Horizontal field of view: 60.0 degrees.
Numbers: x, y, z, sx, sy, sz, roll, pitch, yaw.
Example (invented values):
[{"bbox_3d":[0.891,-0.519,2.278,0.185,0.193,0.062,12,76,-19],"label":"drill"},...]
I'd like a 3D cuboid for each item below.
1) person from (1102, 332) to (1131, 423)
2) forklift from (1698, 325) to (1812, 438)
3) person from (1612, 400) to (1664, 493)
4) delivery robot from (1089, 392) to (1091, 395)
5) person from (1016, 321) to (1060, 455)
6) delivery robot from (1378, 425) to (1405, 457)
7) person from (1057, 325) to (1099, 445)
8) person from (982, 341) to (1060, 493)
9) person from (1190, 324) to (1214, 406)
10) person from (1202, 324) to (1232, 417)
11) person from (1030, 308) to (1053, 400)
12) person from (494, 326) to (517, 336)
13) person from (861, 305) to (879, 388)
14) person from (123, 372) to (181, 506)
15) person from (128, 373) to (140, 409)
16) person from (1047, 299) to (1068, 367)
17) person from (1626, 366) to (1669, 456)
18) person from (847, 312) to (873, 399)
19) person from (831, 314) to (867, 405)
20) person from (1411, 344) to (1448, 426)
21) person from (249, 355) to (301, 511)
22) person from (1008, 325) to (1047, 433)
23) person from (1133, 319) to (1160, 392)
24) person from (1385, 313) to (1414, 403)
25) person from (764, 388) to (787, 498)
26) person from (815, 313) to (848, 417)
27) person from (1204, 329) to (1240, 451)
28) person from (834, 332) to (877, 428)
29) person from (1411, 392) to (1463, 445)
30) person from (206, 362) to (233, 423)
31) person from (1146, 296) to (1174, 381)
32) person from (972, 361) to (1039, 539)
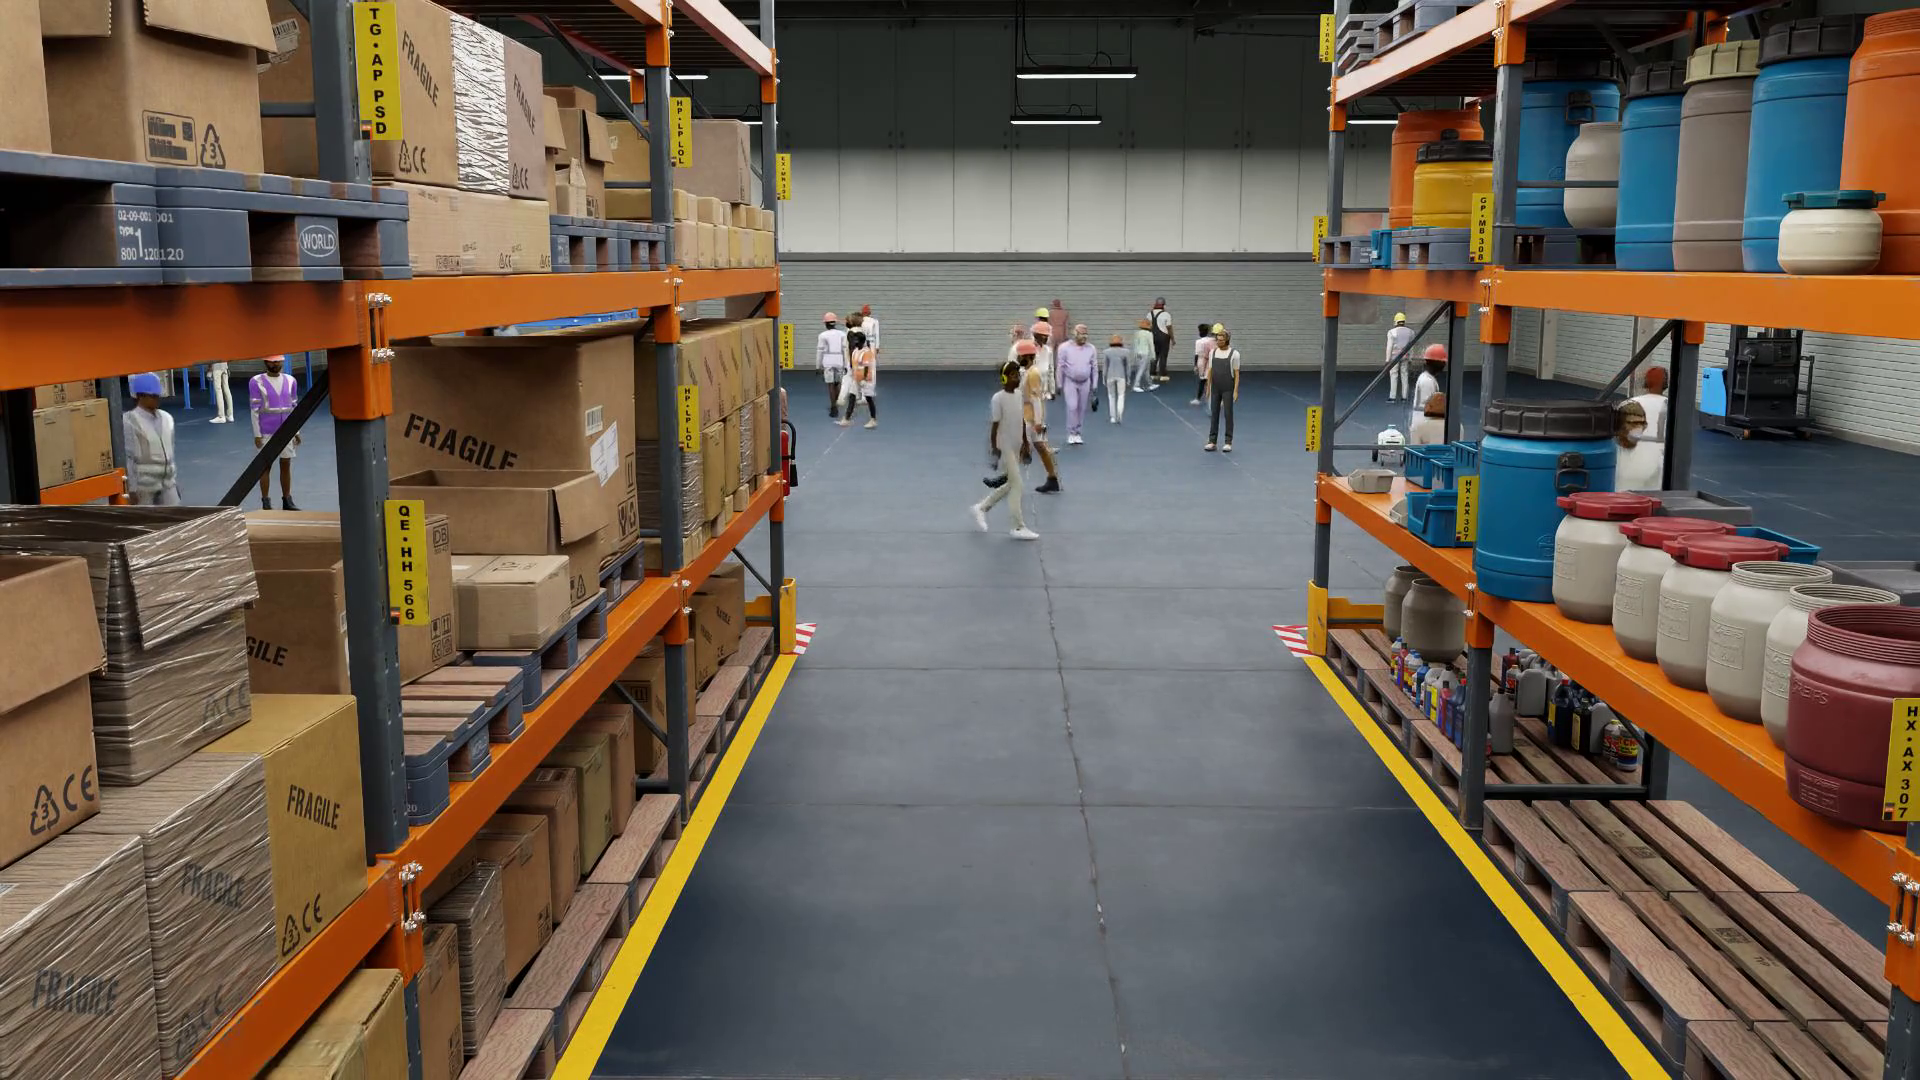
[{"bbox_3d":[2.765,-2.871,29.487,0.512,1.615,0.582,1,9,4],"label":"person"},{"bbox_3d":[13.248,-3.165,27.620,1.129,2.768,1.873,0,9,1],"label":"forklift"},{"bbox_3d":[4.511,-0.010,11.449,0.650,1.926,0.502,-1,10,-7],"label":"person"},{"bbox_3d":[2.336,-2.908,31.976,0.335,0.223,0.698,4,10,22],"label":"delivery robot"},{"bbox_3d":[1.159,-2.274,24.875,0.618,1.982,1.064,-8,13,-41],"label":"person"},{"bbox_3d":[6.150,-1.398,23.709,0.477,0.478,0.707,2,10,11],"label":"delivery robot"},{"bbox_3d":[1.882,-2.423,26.054,0.657,1.870,0.839,-3,10,-15],"label":"person"},{"bbox_3d":[0.782,-1.516,20.583,0.998,1.880,0.573,0,9,-1],"label":"person"},{"bbox_3d":[4.893,-3.463,32.960,0.530,1.655,0.863,-8,13,-41],"label":"person"},{"bbox_3d":[4.760,-3.109,30.620,0.530,1.725,0.799,-1,10,-7],"label":"person"},{"bbox_3d":[1.712,-3.842,34.453,0.590,1.906,0.587,-6,11,-32],"label":"person"},{"bbox_3d":[-8.561,-3.307,31.319,0.636,1.888,0.735,5,11,27],"label":"person"},{"bbox_3d":[-2.132,-4.422,38.002,0.584,1.882,0.337,-2,10,-12],"label":"person"},{"bbox_3d":[-7.022,-0.497,14.412,0.643,1.944,0.626,3,10,20],"label":"person"},{"bbox_3d":[-11.336,-1.944,23.053,0.377,1.917,0.600,-5,11,-27],"label":"person"},{"bbox_3d":[2.506,-5.369,43.634,0.646,1.904,0.399,-4,10,-22],"label":"person"},{"bbox_3d":[6.631,-0.744,16.044,0.607,1.866,0.581,-8,13,-41],"label":"person"},{"bbox_3d":[-2.063,-3.814,34.561,0.576,1.813,0.925,-3,10,-18],"label":"person"},{"bbox_3d":[-2.169,-3.636,33.518,0.789,1.815,0.643,2,10,10],"label":"person"},{"bbox_3d":[5.470,-1.283,19.098,0.711,1.913,0.586,3,10,16],"label":"person"},{"bbox_3d":[-7.714,-1.243,18.795,0.375,1.939,0.546,9,13,43],"label":"person"},{"bbox_3d":[0.996,-2.403,25.891,0.558,1.889,0.659,4,10,24],"label":"person"},{"bbox_3d":[4.163,-4.097,36.903,0.831,1.599,0.519,-5,11,-27],"label":"person"},{"bbox_3d":[8.929,-3.702,33.849,0.602,1.828,0.404,-2,10,-14],"label":"person"},{"bbox_3d":[-2.252,-1.268,19.848,0.511,1.638,0.307,9,13,43],"label":"person"},{"bbox_3d":[-2.434,-3.269,31.009,0.571,1.907,0.796,-5,11,-27],"label":"person"},{"bbox_3d":[3.981,-2.269,25.239,0.506,1.841,0.346,6,11,30],"label":"person"},{"bbox_3d":[-1.764,-2.732,28.529,0.828,1.655,0.547,-7,12,-38],"label":"person"},{"bbox_3d":[4.504,-0.587,15.774,0.501,1.633,0.284,0,9,2],"label":"person"},{"bbox_3d":[-13.267,-3.031,29.735,0.326,1.865,0.518,3,10,17],"label":"person"},{"bbox_3d":[4.878,-4.878,40.391,0.539,2.000,0.689,-9,13,-44],"label":"person"},{"bbox_3d":[0.480,-0.956,17.382,0.801,1.845,0.521,5,11,30],"label":"person"}]
